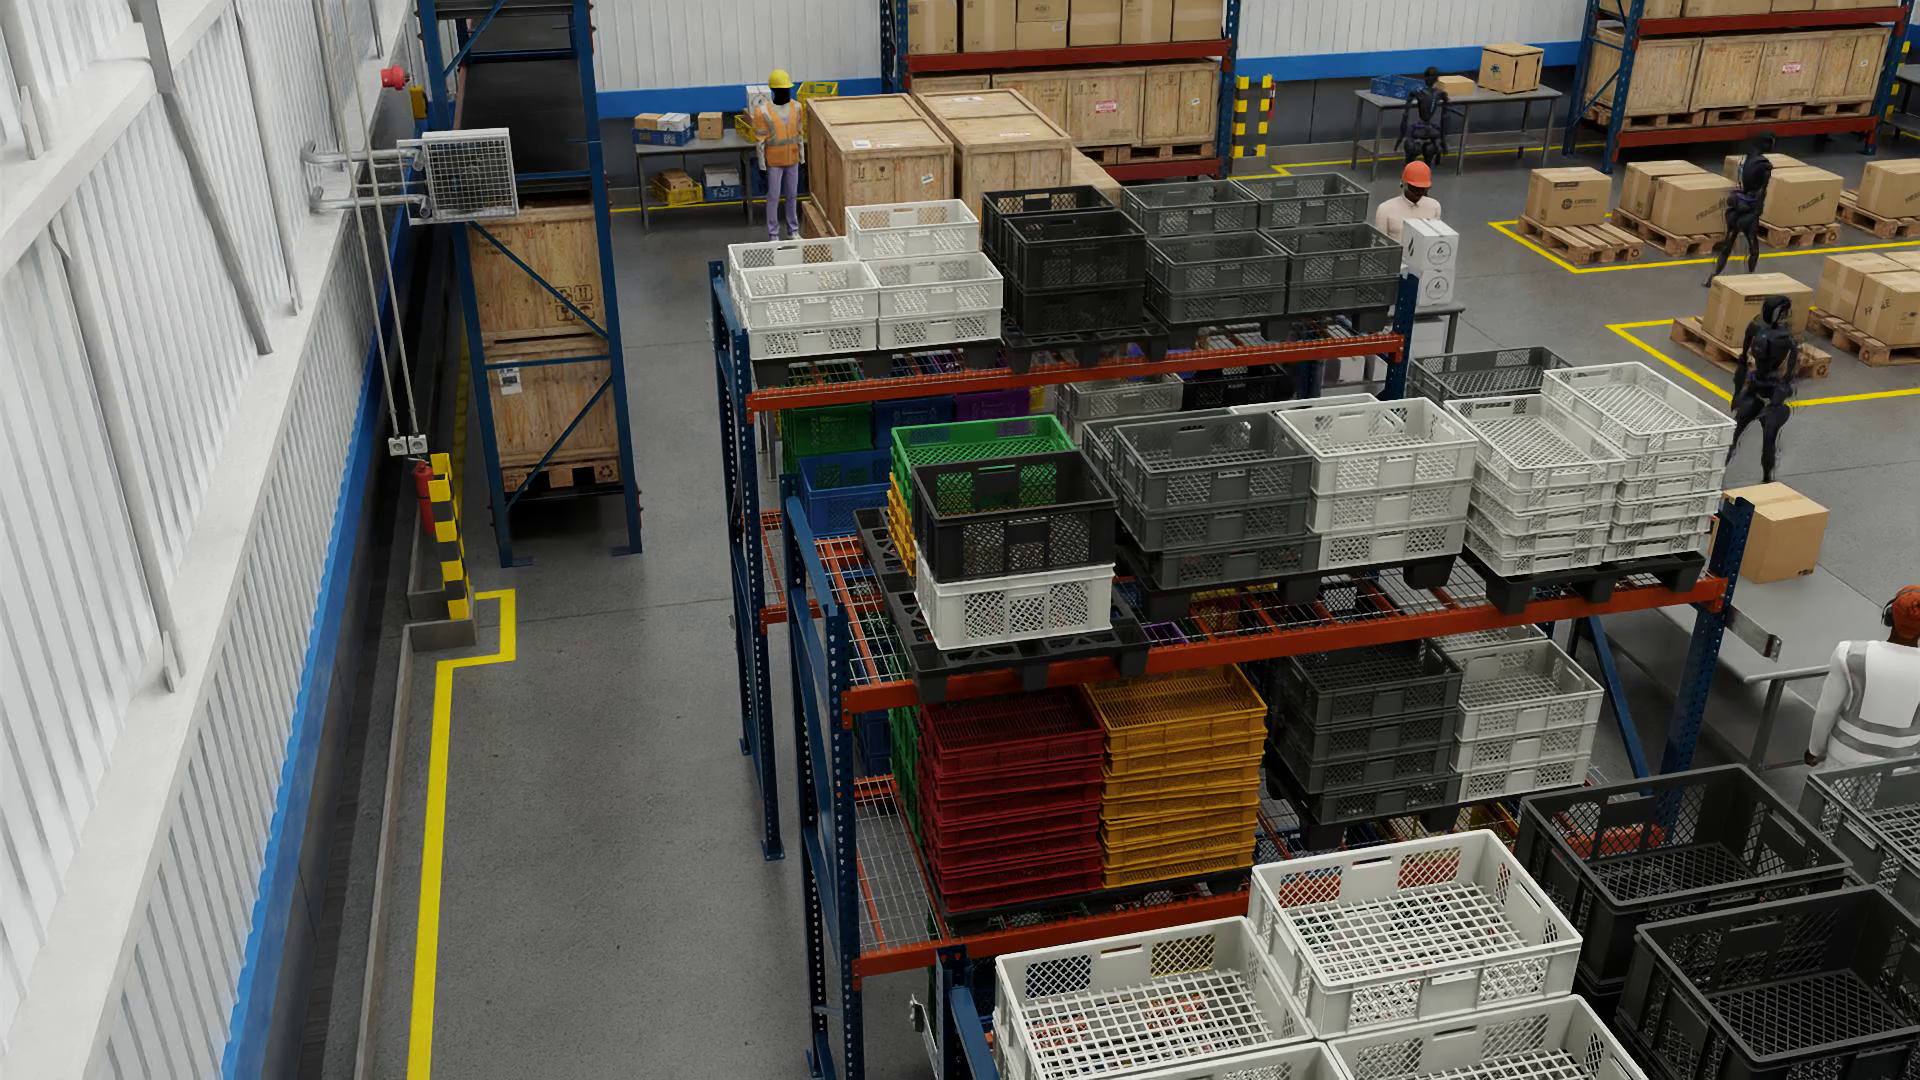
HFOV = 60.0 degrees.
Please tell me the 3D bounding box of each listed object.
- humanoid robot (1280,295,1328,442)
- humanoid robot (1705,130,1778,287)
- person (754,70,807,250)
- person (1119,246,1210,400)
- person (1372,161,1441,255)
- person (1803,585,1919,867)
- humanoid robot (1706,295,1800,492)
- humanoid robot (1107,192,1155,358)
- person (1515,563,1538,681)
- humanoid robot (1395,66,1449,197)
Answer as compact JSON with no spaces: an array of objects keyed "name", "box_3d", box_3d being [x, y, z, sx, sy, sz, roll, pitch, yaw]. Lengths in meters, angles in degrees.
[{"name":"humanoid robot","box_3d":[2.740,-1.388,13.226,0.759,1.628,0.559,-7,29,-14]},{"name":"humanoid robot","box_3d":[8.041,-3.342,16.895,0.631,1.640,0.596,-3,28,-6]},{"name":"person","box_3d":[-1.935,-4.146,18.131,0.593,1.928,0.358,-19,33,-31]},{"name":"person","box_3d":[1.516,-1.247,12.513,0.673,2.000,0.537,4,28,8]},{"name":"person","box_3d":[3.920,-2.379,14.725,0.614,1.986,0.406,-5,28,-10]},{"name":"person","box_3d":[4.531,1.069,8.288,0.574,1.882,0.355,11,30,20]},{"name":"humanoid robot","box_3d":[6.061,-1.060,12.590,0.757,1.627,0.597,-12,30,-22]},{"name":"humanoid robot","box_3d":[1.557,-2.401,15.150,0.689,1.628,0.565,-16,32,-28]},{"name":"person","box_3d":[3.462,0.149,10.168,0.337,1.756,0.516,4,28,8]},{"name":"humanoid robot","box_3d":[5.433,-4.679,19.405,0.655,1.635,0.477,-5,28,-10]}]
